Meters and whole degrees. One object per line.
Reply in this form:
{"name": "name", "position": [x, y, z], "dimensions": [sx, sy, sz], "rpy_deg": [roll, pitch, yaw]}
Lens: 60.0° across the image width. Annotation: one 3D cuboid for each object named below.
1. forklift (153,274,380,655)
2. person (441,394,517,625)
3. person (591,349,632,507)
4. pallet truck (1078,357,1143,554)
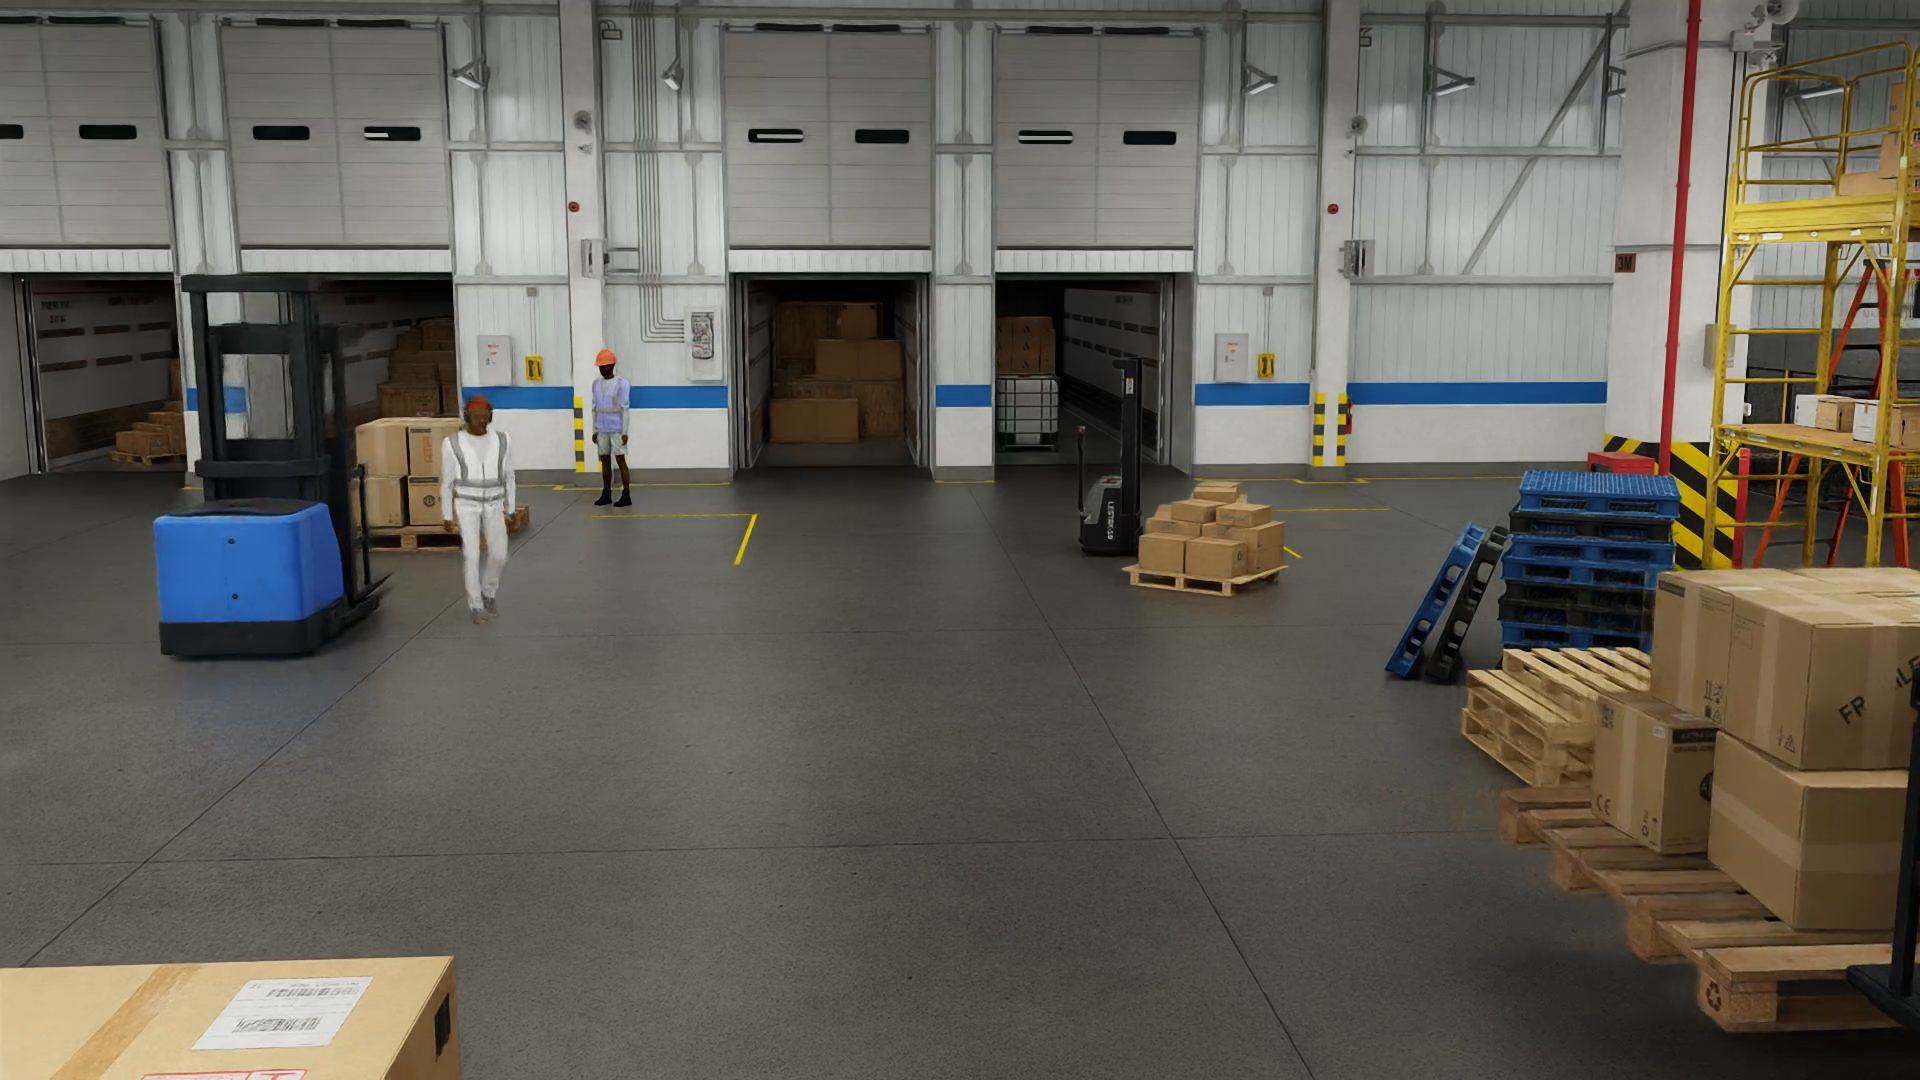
{"name": "forklift", "position": [-5.354, -0.640, 12.767], "dimensions": [1.129, 2.768, 1.873], "rpy_deg": [-1, 9, -4]}
{"name": "person", "position": [-3.870, -0.240, 13.412], "dimensions": [0.610, 1.868, 0.422], "rpy_deg": [-5, 10, -29]}
{"name": "person", "position": [-4.274, -1.358, 20.275], "dimensions": [0.543, 1.928, 0.392], "rpy_deg": [4, 10, 26]}
{"name": "pallet truck", "position": [2.088, -0.836, 16.757], "dimensions": [1.885, 1.965, 0.823], "rpy_deg": [2, 9, 13]}
